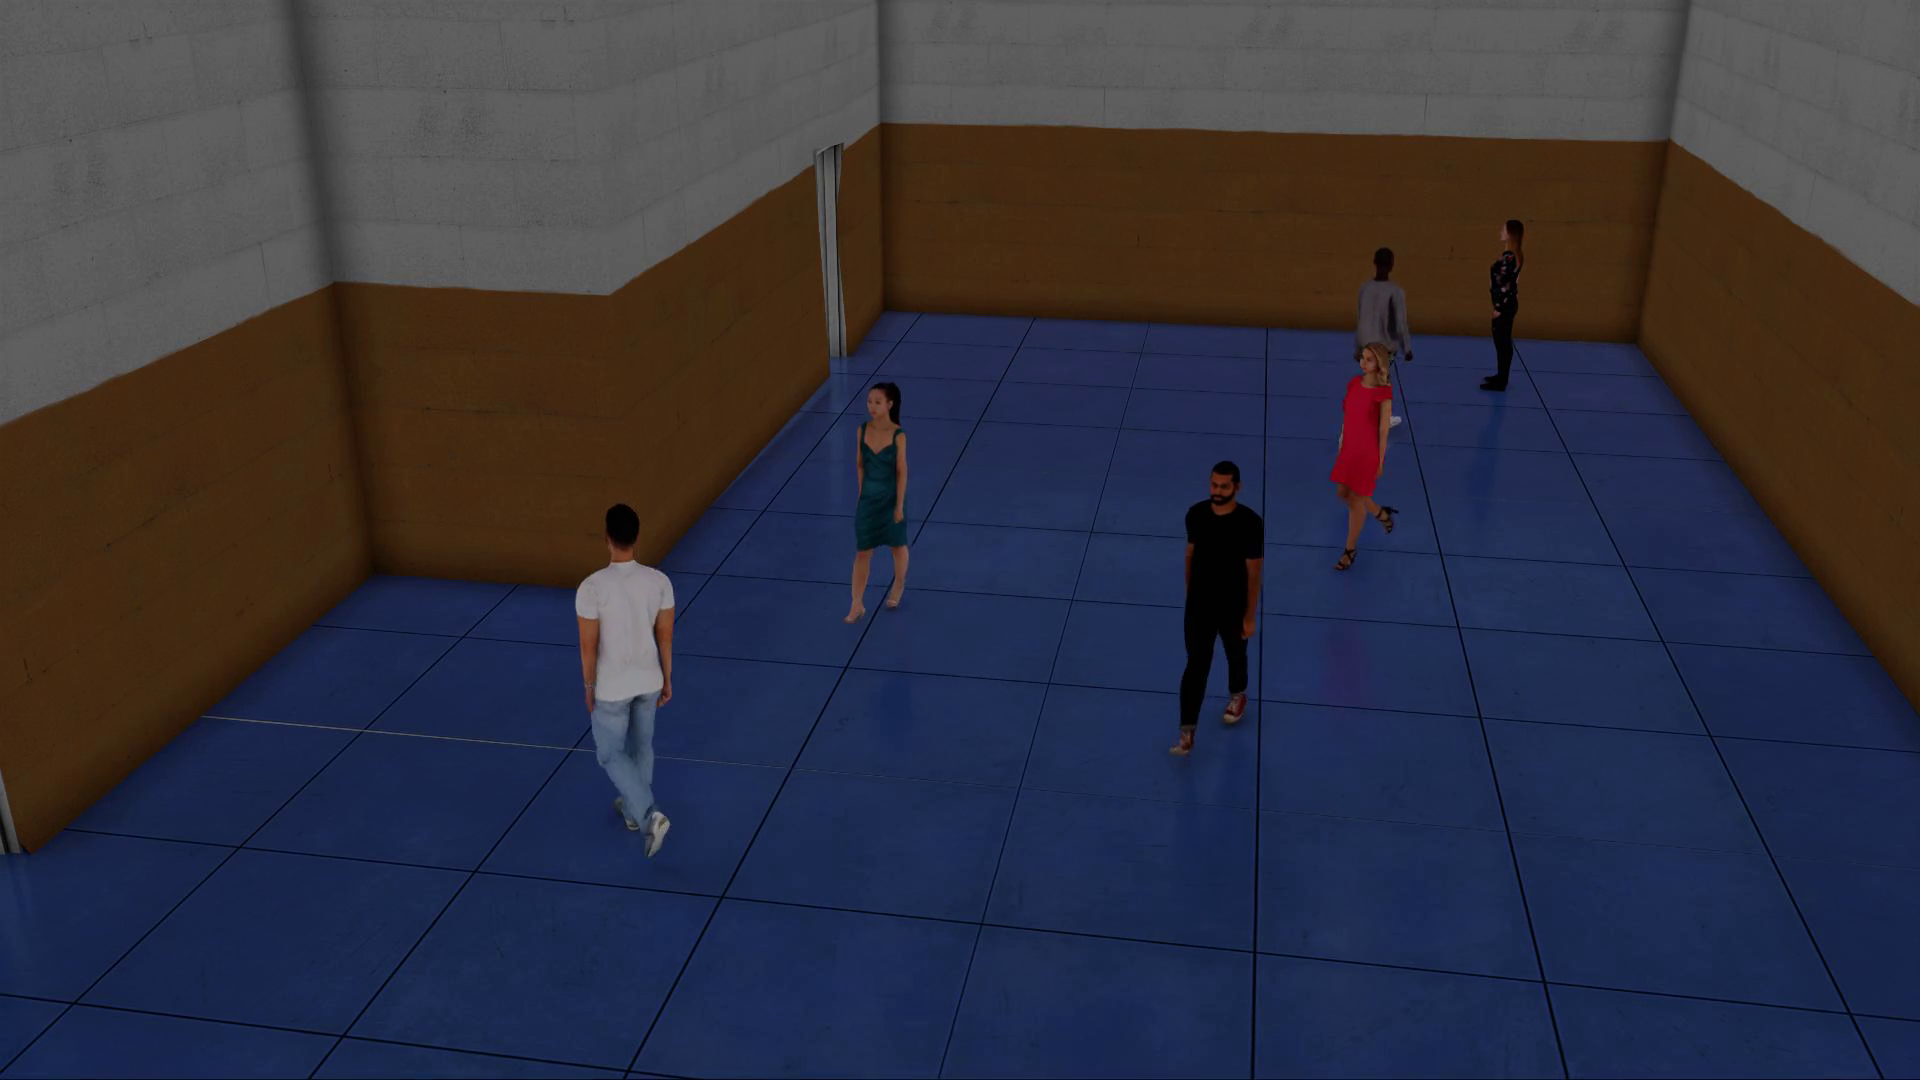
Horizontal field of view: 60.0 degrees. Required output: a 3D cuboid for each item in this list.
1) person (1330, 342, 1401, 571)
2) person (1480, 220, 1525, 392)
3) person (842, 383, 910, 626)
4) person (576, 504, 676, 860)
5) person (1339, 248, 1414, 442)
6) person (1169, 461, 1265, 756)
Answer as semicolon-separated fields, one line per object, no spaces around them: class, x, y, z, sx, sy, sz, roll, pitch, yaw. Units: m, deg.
person;3.006;-0.633;12.188;0.958;1.708;0.869;-12;25;-28
person;5.387;-2.320;16.422;0.603;1.682;0.636;11;24;25
person;-0.478;-0.266;11.350;0.968;1.653;0.802;10;24;23
person;-1.672;0.757;8.561;1.056;1.834;1.116;-16;27;-34
person;3.659;-1.675;14.748;1.174;1.733;1.144;-17;27;-36
person;1.556;0.361;9.711;1.175;1.711;0.918;10;24;24
